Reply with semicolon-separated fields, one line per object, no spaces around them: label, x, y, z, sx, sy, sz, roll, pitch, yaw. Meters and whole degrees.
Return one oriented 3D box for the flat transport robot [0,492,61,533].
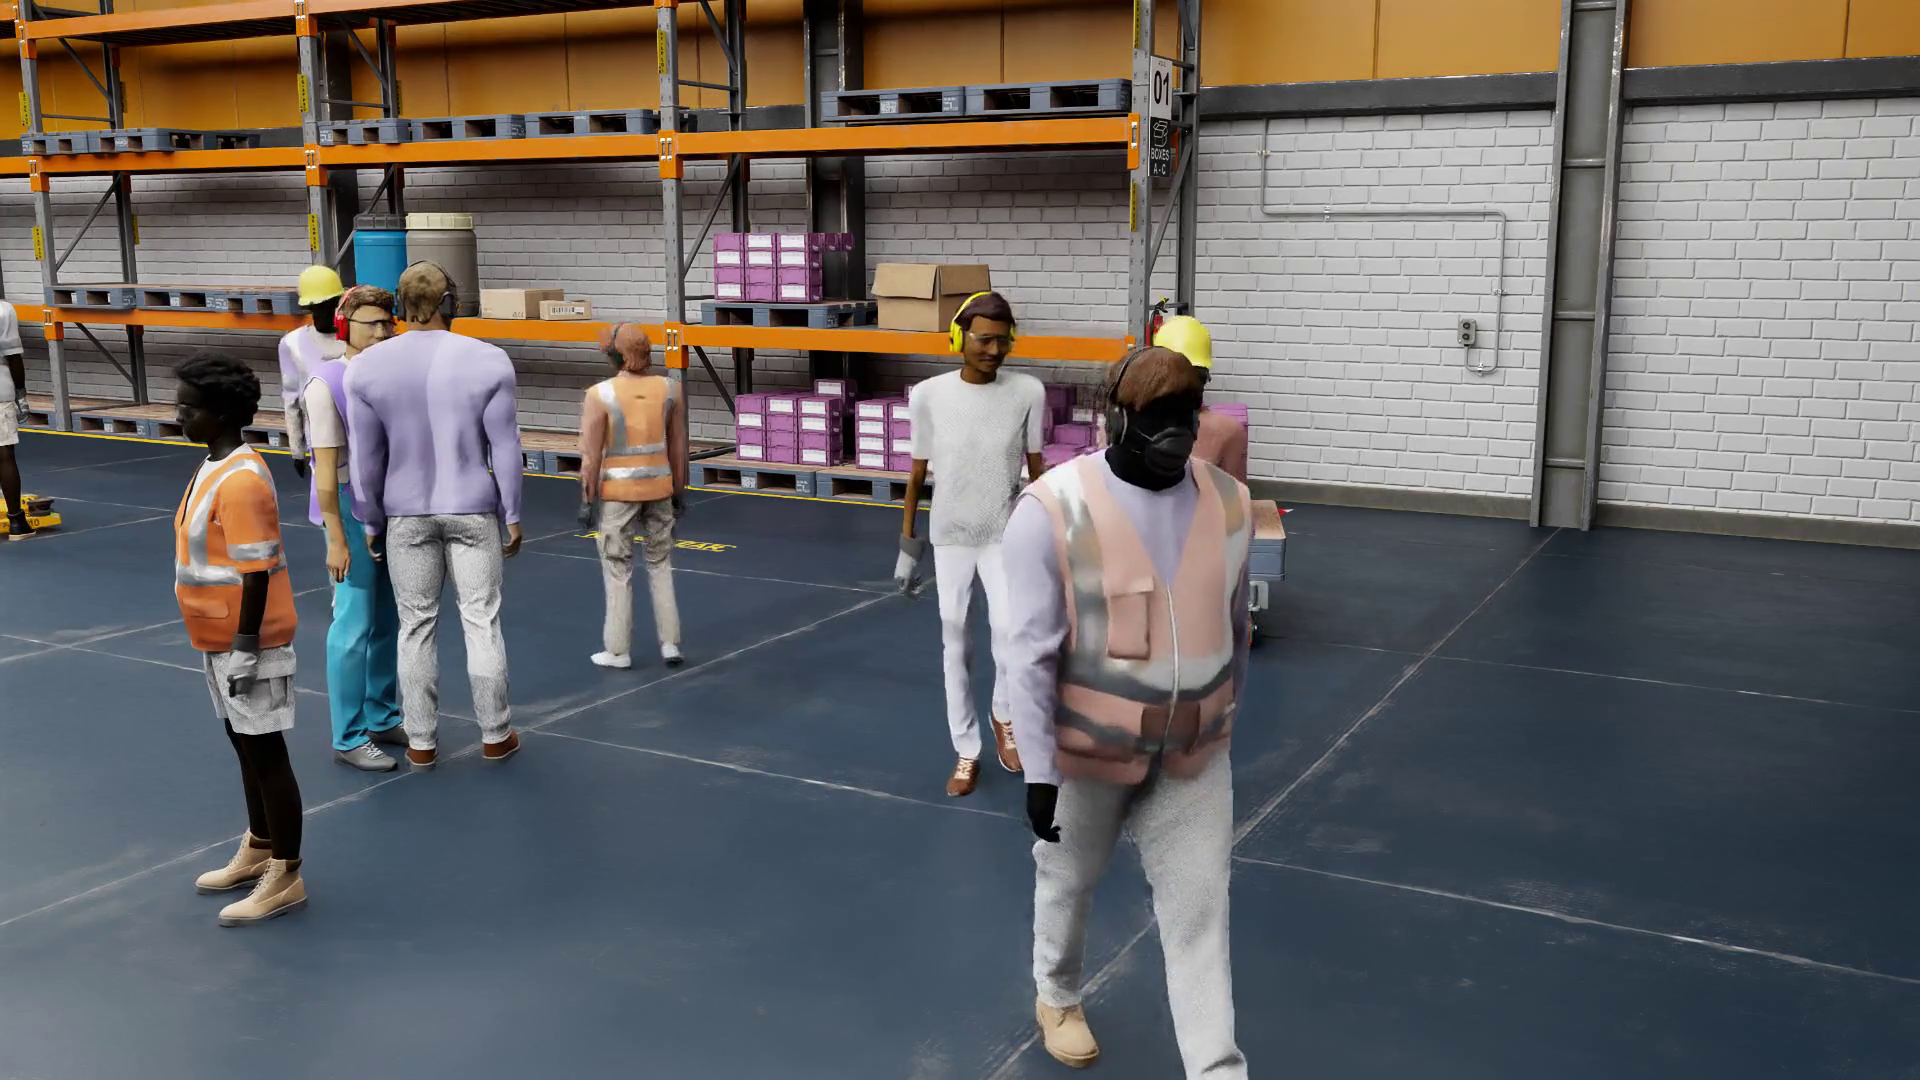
flat transport robot;-7.003;-0.217;11.615;1.431;0.197;0.652;7;12;32

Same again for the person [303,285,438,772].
person;-2.288;-0.051;6.396;0.373;1.840;0.571;2;11;10

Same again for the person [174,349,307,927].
person;-2.149;0.285;4.948;0.318;1.699;0.534;-7;12;-33

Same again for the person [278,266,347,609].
person;-3.347;-0.536;8.986;0.581;1.857;0.998;-4;11;-19

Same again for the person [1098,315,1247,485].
person;0.725;0.111;5.711;0.535;1.754;0.361;-1;10;-6

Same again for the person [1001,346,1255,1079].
person;0.393;0.459;3.774;0.634;1.794;0.982;-3;11;-16

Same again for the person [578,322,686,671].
person;-1.511;-0.188;7.758;0.558;1.636;0.317;-8;13;-39

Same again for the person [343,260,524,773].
person;-1.966;-0.078;6.297;0.627;1.935;0.371;-2;11;-12

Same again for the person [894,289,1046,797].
person;0.043;0.019;6.011;0.568;1.842;0.480;0;10;3

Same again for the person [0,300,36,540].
person;-6.508;-0.957;11.021;0.602;1.967;0.366;-4;11;-20
